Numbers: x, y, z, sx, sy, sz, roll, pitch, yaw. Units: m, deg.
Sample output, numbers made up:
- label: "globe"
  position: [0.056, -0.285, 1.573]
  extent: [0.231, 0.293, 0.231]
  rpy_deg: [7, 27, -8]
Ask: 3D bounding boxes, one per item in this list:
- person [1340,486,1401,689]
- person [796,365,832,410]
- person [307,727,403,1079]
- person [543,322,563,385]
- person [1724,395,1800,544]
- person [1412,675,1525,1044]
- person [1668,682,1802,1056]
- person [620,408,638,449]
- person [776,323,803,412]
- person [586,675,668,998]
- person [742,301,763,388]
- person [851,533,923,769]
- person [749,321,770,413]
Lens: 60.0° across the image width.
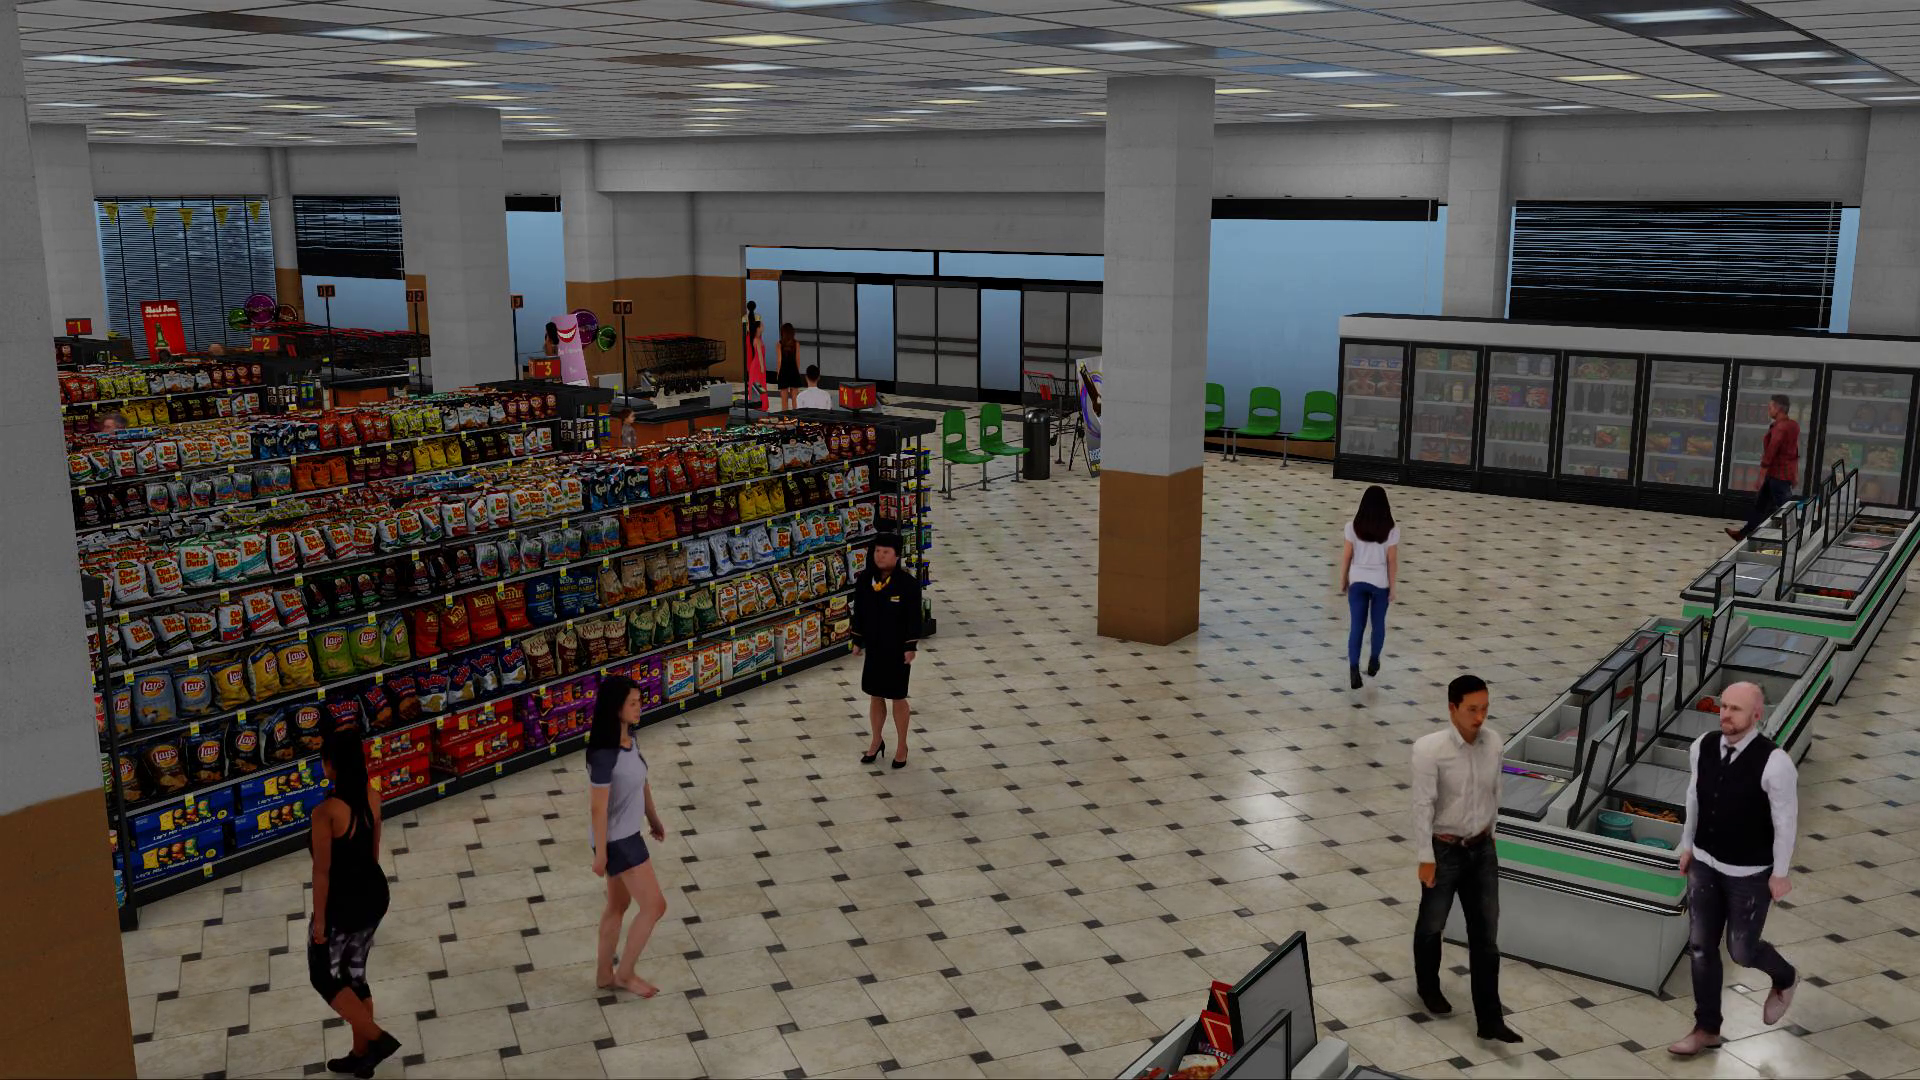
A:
- label: "person"
  position: [3.301, 0.433, 13.489]
  extent: [0.823, 1.645, 1.174]
  rpy_deg: [4, 13, 19]
- label: "person"
  position: [-1.859, -1.295, 21.150]
  extent: [0.683, 1.868, 0.780]
  rpy_deg: [-5, 13, -22]
- label: "person"
  position: [-2.706, 1.671, 7.572]
  extent: [0.751, 1.659, 0.667]
  rpy_deg: [3, 12, 15]
- label: "person"
  position: [-7.536, -3.216, 30.815]
  extent: [0.784, 1.645, 0.639]
  rpy_deg: [2, 12, 8]
- label: "person"
  position: [9.160, -0.671, 18.396]
  extent: [1.163, 1.783, 0.900]
  rpy_deg: [-11, 16, -43]
- label: "person"
  position: [2.368, 1.494, 8.133]
  extent: [1.080, 1.774, 1.108]
  rpy_deg: [-3, 12, -15]
- label: "person"
  position: [3.687, 1.543, 7.825]
  extent: [1.097, 1.805, 0.956]
  rpy_deg: [-7, 14, -31]
- label: "person"
  position: [-4.429, -1.174, 22.210]
  extent: [0.610, 1.194, 0.553]
  rpy_deg: [-2, 12, -11]
- label: "person"
  position: [-2.905, -2.763, 28.204]
  extent: [0.626, 1.835, 0.723]
  rpy_deg: [-5, 13, -22]
- label: "person"
  position: [-1.791, 1.493, 8.345]
  extent: [0.808, 1.689, 0.737]
  rpy_deg: [-1, 12, -3]
- label: "person"
  position: [-4.303, -4.076, 34.543]
  extent: [0.640, 1.792, 0.744]
  rpy_deg: [-5, 13, -22]
- label: "person"
  position: [-0.512, 0.773, 11.797]
  extent: [0.727, 1.675, 0.672]
  rpy_deg: [6, 13, 25]
- label: "person"
  position: [-3.651, -3.102, 30.073]
  extent: [0.747, 1.727, 0.712]
  rpy_deg: [-4, 13, -19]
